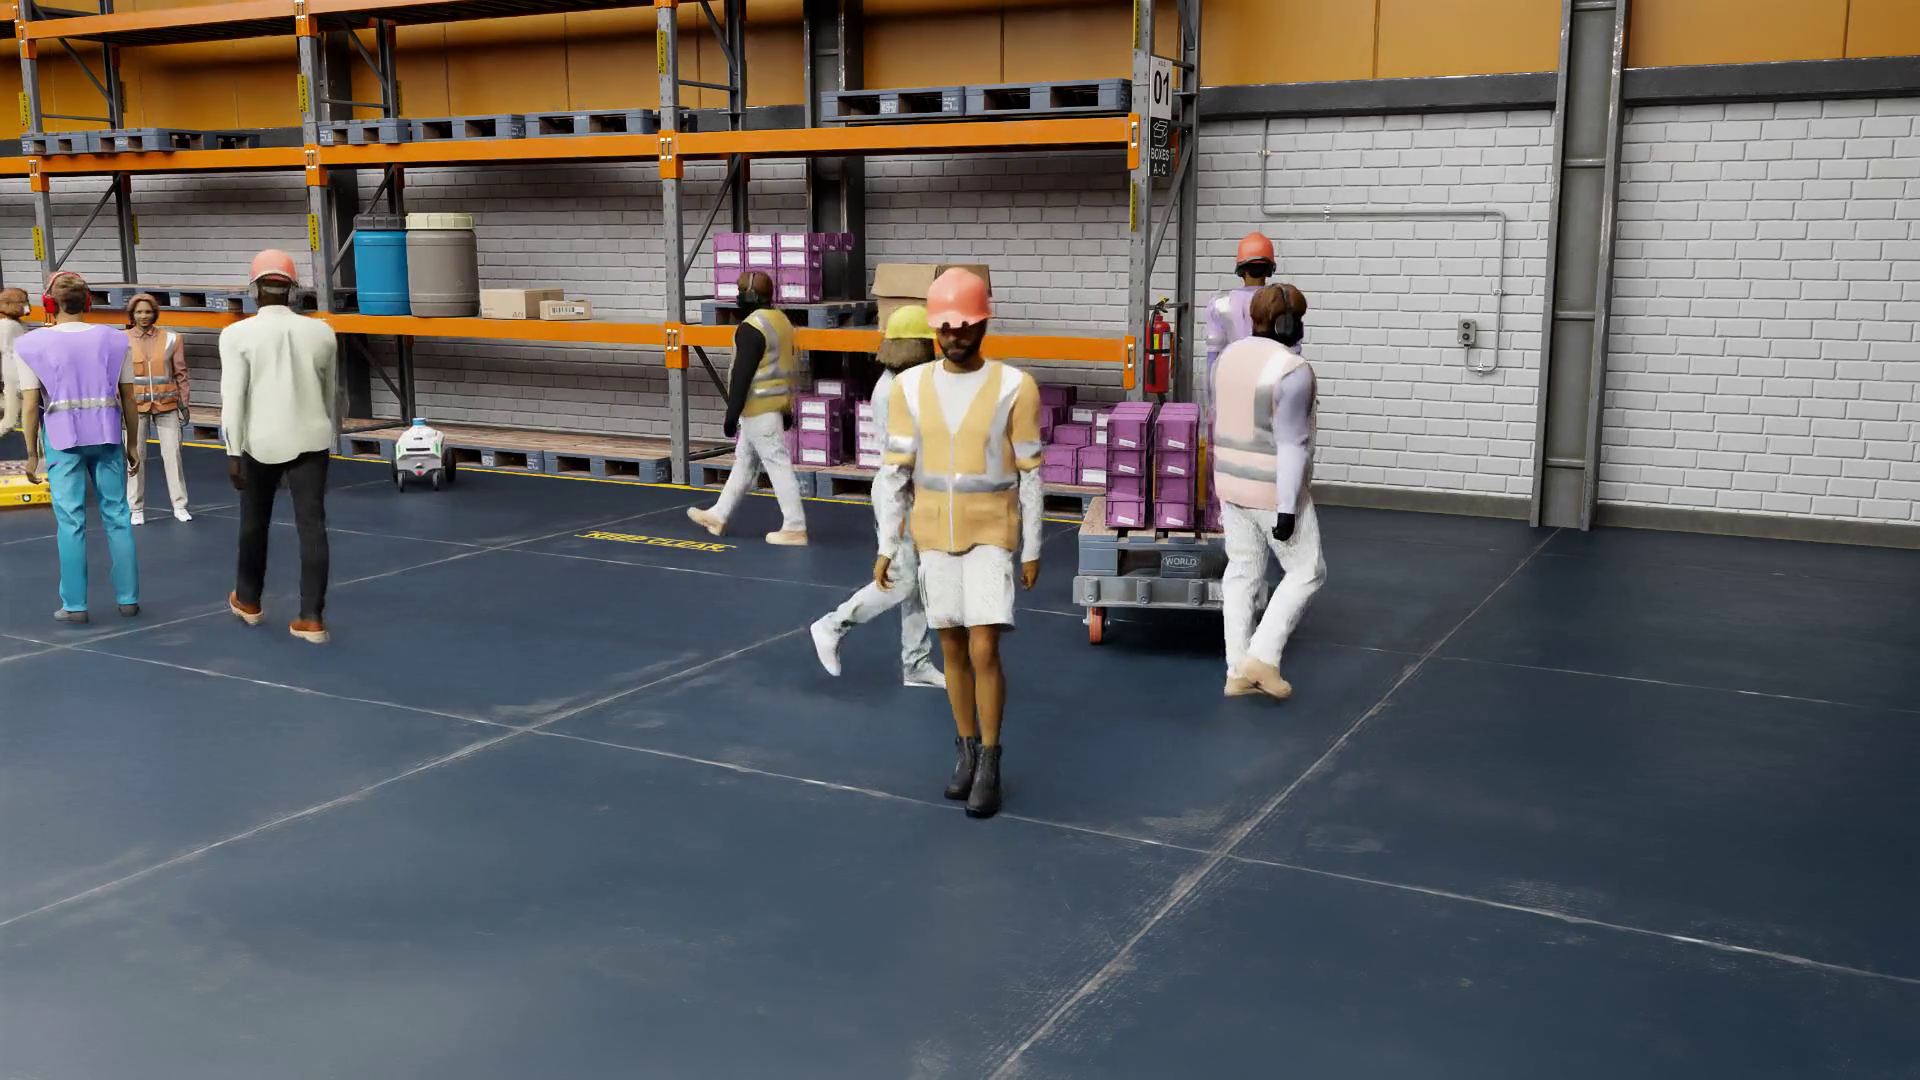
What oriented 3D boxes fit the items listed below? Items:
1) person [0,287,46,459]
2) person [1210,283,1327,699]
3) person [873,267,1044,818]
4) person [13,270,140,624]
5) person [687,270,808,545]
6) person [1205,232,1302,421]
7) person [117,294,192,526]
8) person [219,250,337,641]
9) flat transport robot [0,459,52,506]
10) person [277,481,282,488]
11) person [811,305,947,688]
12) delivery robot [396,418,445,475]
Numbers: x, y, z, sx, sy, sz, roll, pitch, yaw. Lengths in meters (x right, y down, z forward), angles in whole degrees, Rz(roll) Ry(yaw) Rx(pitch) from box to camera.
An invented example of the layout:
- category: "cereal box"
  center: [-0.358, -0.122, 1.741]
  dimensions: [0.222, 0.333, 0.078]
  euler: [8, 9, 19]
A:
- category: "person"
  center: [-8.029, -1.343, 14.121]
  dimensions: [0.779, 1.606, 0.501]
  euler: [-1, 10, -8]
- category: "person"
  center: [1.335, -0.198, 7.258]
  dimensions: [0.447, 1.829, 0.628]
  euler: [-6, 12, -29]
- category: "person"
  center: [-0.016, 0.010, 5.857]
  dimensions: [0.557, 1.920, 0.553]
  euler: [3, 11, 18]
- category: "person"
  center: [-4.597, -0.479, 8.722]
  dimensions: [0.565, 1.850, 0.390]
  euler: [-9, 14, -42]
- category: "person"
  center: [-1.414, -0.865, 10.974]
  dimensions: [0.927, 1.794, 0.654]
  euler: [2, 11, 13]
- category: "person"
  center: [1.871, -0.930, 10.657]
  dimensions: [0.607, 2.048, 0.368]
  euler: [2, 10, 9]
- category: "person"
  center: [-5.708, -0.918, 11.742]
  dimensions: [0.512, 1.630, 0.318]
  euler: [-6, 12, -30]
- category: "person"
  center: [-3.507, -0.495, 8.528]
  dimensions: [0.610, 1.943, 0.977]
  euler: [-8, 13, -38]
- category: "flat transport robot"
  center: [-7.348, -0.461, 12.955]
  dimensions: [0.652, 0.197, 1.431]
  euler: [-7, 12, -33]
- category: "person"
  center: [-5.435, -1.232, 13.274]
  dimensions: [0.535, 1.697, 0.318]
  euler: [1, 10, 7]
- category: "person"
  center: [-0.319, -0.181, 7.404]
  dimensions: [0.579, 1.724, 0.492]
  euler: [3, 11, 15]
- category: "delivery robot"
  center: [-4.370, -0.746, 13.483]
  dimensions: [0.477, 0.478, 0.707]
  euler: [-3, 11, -14]
